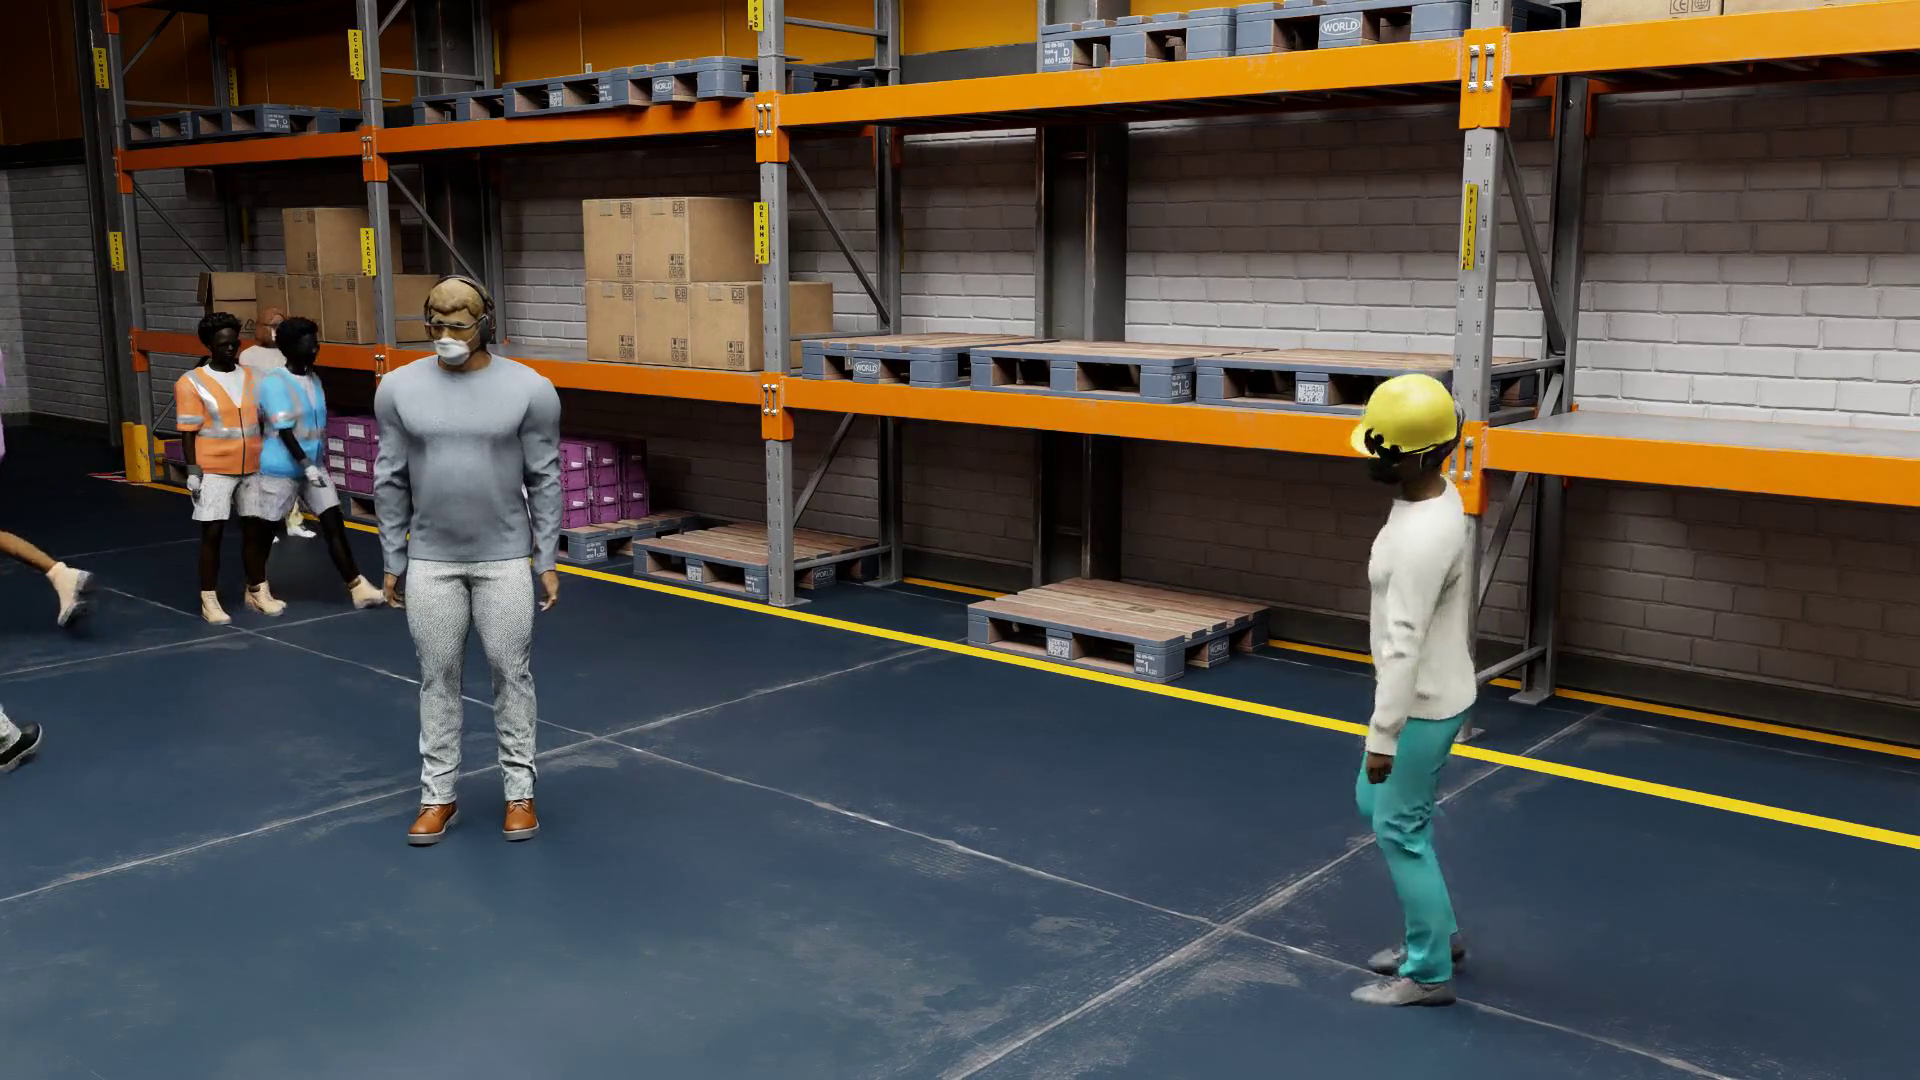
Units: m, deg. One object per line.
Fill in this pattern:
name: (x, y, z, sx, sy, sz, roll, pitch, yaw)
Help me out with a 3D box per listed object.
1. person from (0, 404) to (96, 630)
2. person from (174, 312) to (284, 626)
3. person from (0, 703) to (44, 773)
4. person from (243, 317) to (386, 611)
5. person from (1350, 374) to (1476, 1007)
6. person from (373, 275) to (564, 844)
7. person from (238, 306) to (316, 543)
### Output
person: (-4.873, -0.419, 8.299, 0.796, 1.993, 0.628, -2, 10, -12)
person: (-3.946, -0.384, 8.980, 0.321, 1.689, 0.535, 7, 12, 36)
person: (-3.862, 0.093, 6.073, 0.621, 1.752, 0.963, 2, 10, 13)
person: (-3.632, -0.401, 9.173, 0.852, 1.642, 0.526, 2, 10, 12)
person: (1.166, 0.416, 4.330, 0.339, 1.720, 0.587, 3, 10, 15)
person: (-1.663, 0.075, 5.666, 0.627, 1.933, 0.371, -1, 10, -6)
person: (-4.717, -0.795, 11.494, 0.279, 1.627, 0.507, 6, 12, 32)
